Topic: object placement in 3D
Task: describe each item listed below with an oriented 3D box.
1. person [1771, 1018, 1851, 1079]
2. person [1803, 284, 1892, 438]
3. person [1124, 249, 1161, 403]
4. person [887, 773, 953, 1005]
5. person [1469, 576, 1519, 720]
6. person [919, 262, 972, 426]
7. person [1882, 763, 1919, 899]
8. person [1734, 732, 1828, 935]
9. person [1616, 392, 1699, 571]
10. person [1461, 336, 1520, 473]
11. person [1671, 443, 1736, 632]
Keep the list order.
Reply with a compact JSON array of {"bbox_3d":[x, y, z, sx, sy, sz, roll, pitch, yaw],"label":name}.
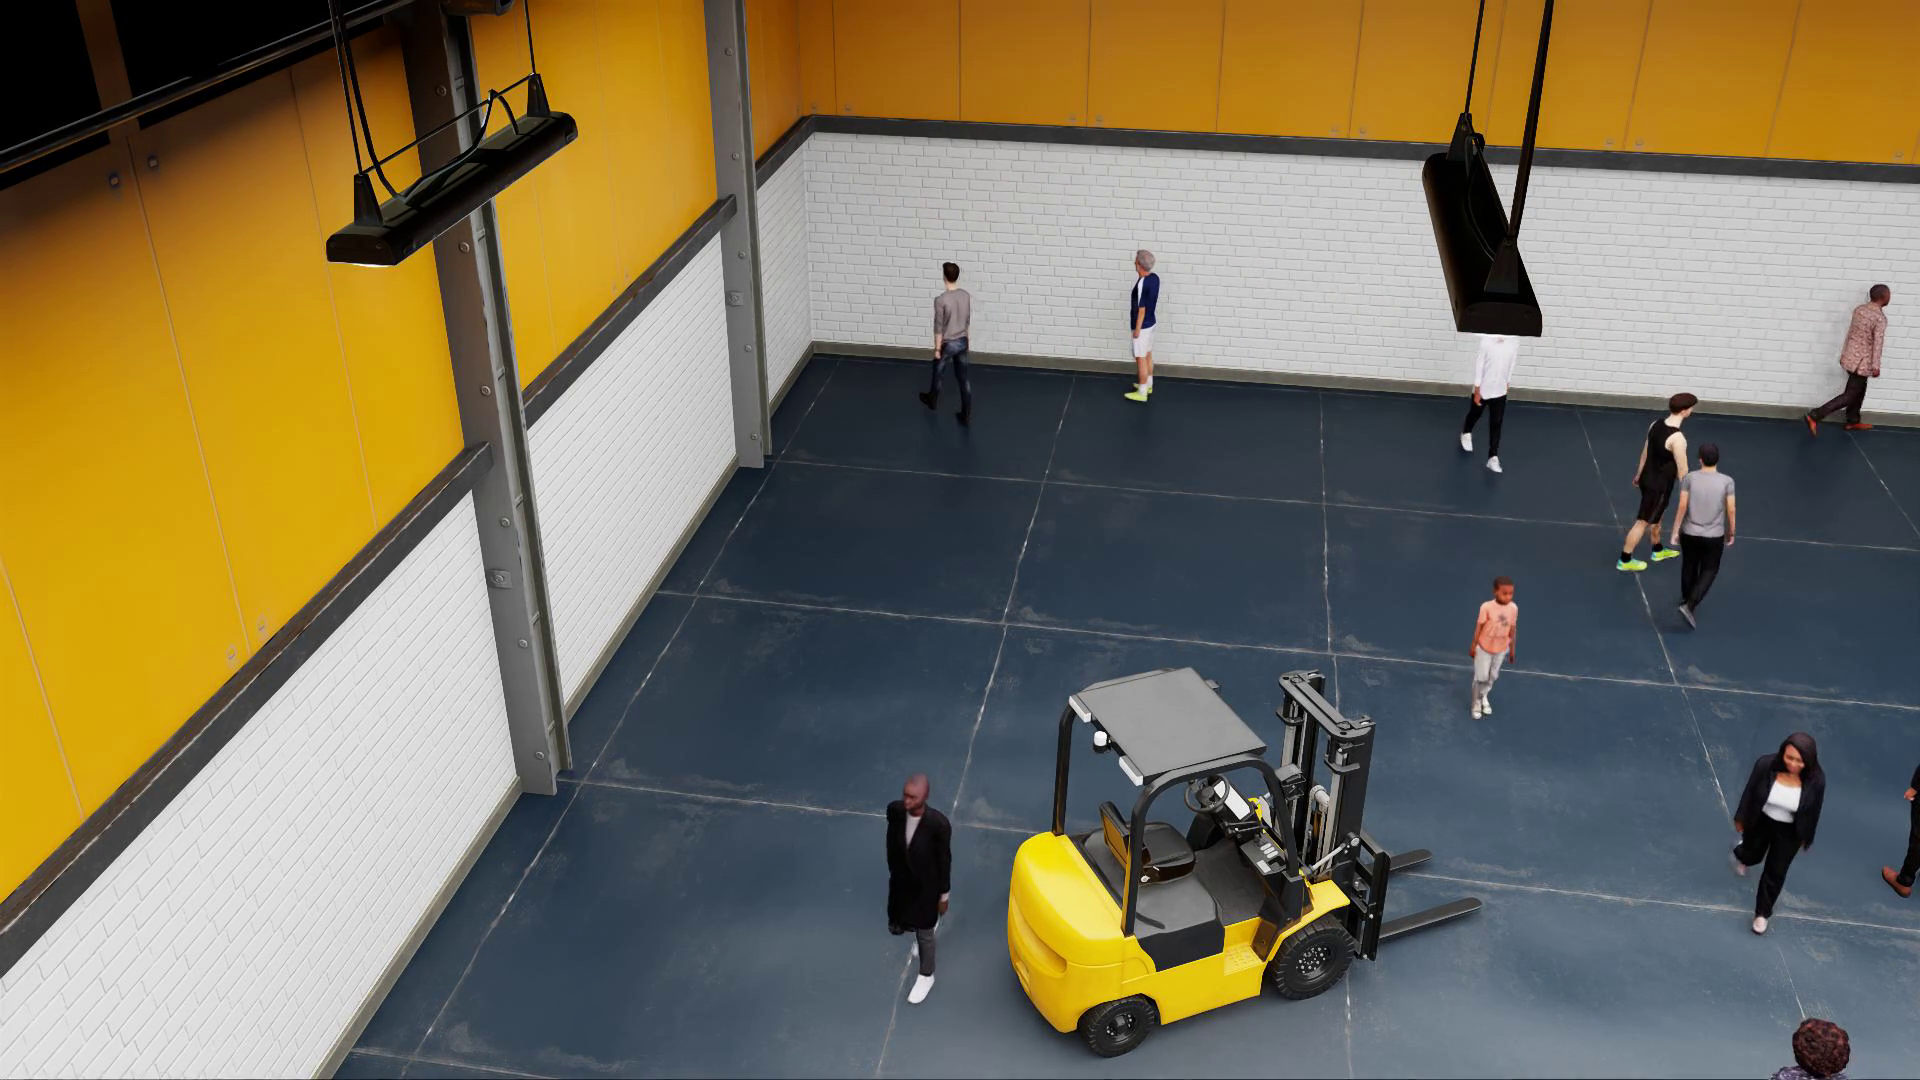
[{"bbox_3d":[4.537,3.366,9.057,0.834,1.655,1.105,-4,29,-8],"label":"person"},{"bbox_3d":[10.061,-2.002,18.759,0.838,1.788,1.097,1,29,1],"label":"person"},{"bbox_3d":[2.175,-2.555,19.722,0.744,1.836,0.557,12,31,21],"label":"person"},{"bbox_3d":[-0.228,2.234,11.033,0.772,1.750,0.889,13,31,23],"label":"person"},{"bbox_3d":[4.468,0.855,14.032,0.546,1.298,0.573,0,29,-1],"label":"person"},{"bbox_3d":[-0.035,-2.202,19.039,1.099,1.871,1.192,-16,33,-27],"label":"person"},{"bbox_3d":[7.012,1.733,11.815,0.731,1.882,0.593,1,29,2],"label":"person"},{"bbox_3d":[5.734,1.958,11.708,0.822,1.589,1.031,10,30,18],"label":"person"},{"bbox_3d":[6.612,-0.526,15.967,0.858,1.870,0.926,-2,29,-4],"label":"person"},{"bbox_3d":[5.771,-1.705,18.237,0.790,1.767,1.193,-1,29,-2],"label":"person"},{"bbox_3d":[6.771,-0.027,15.207,0.880,1.721,1.019,19,34,31],"label":"person"}]
